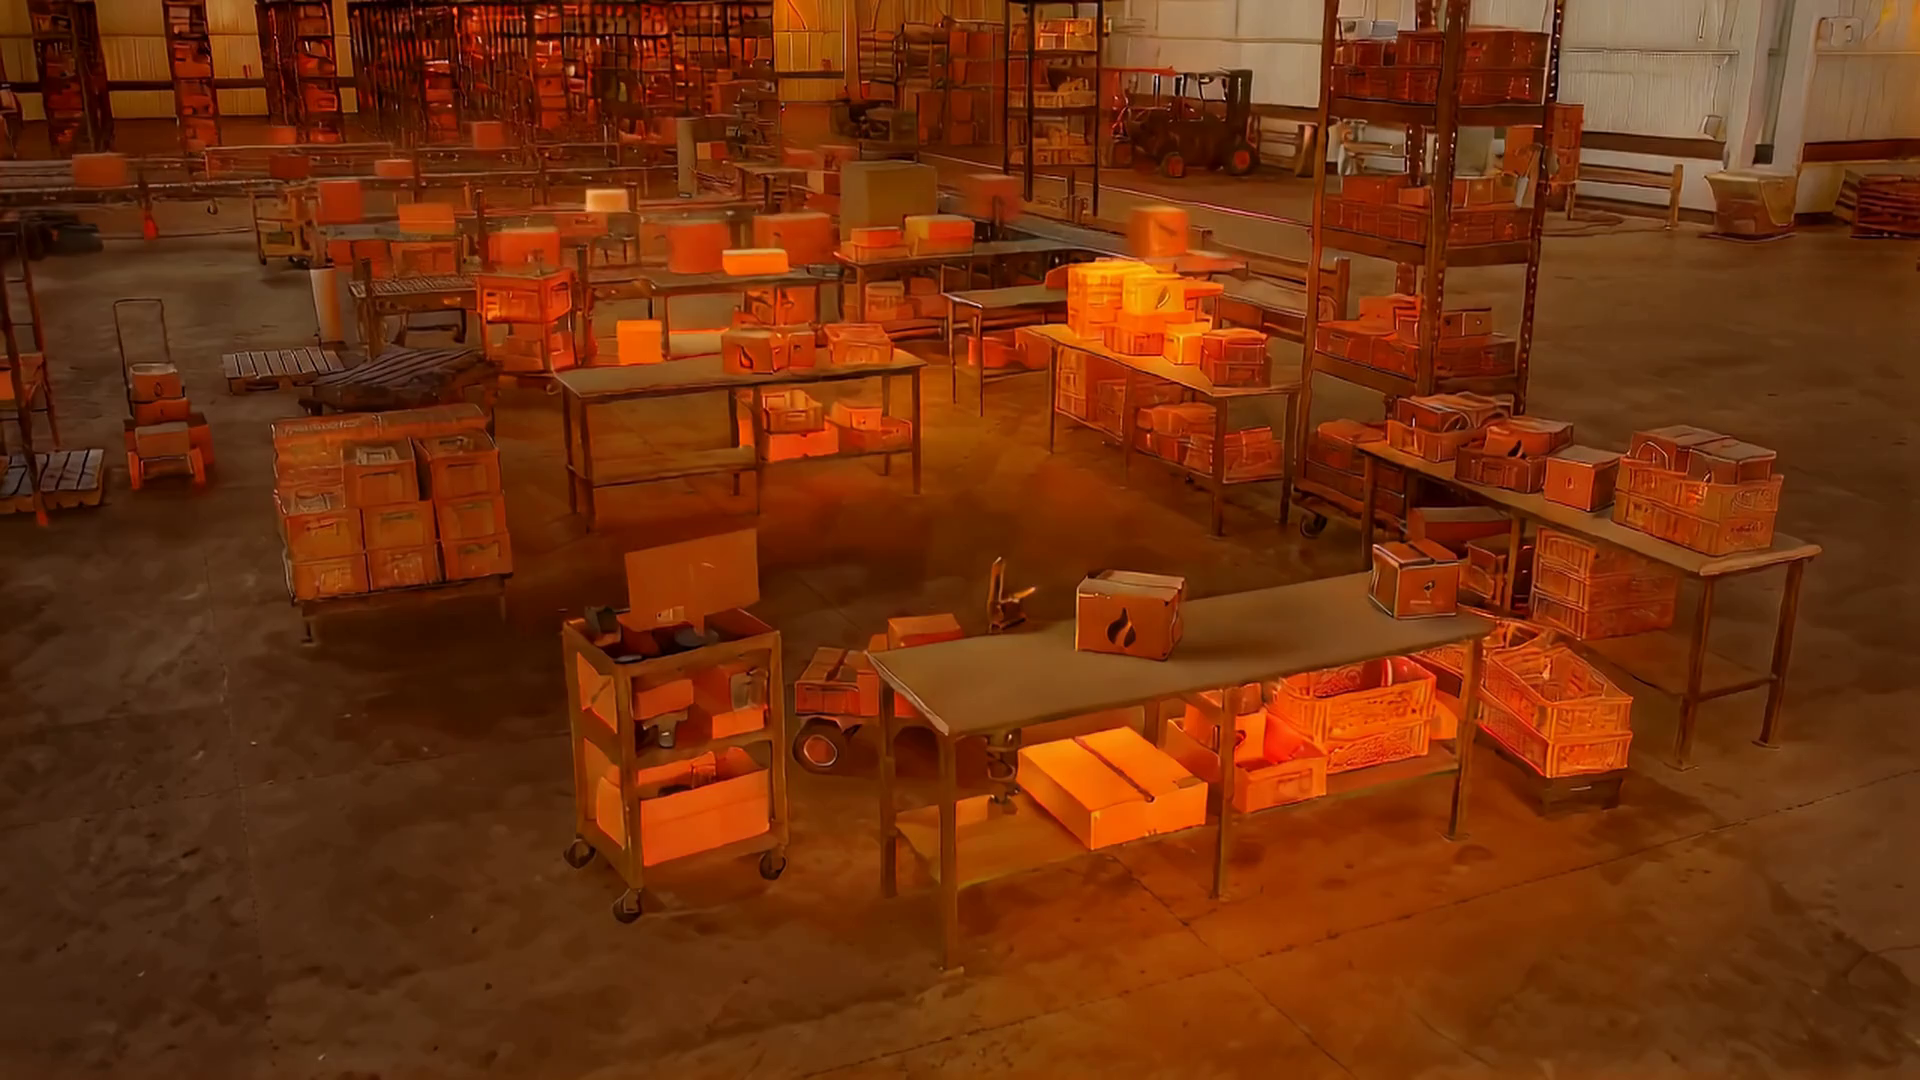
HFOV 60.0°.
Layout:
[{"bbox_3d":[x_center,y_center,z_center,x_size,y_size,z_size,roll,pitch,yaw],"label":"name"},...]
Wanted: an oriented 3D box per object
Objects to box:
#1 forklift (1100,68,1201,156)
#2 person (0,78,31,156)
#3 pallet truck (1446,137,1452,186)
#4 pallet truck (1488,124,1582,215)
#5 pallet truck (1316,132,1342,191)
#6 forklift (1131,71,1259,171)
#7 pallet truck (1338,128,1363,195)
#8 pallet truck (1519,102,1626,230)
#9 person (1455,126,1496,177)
[{"bbox_3d":[4.082,-9.564,37.410,2.680,1.987,1.157,-8,19,-23],"label":"forklift"},{"bbox_3d":[-22.993,-10.251,40.339,0.588,1.827,0.404,-1,18,-3],"label":"person"},{"bbox_3d":[9.184,-6.485,29.328,1.630,1.274,0.653,-8,19,-23],"label":"pallet truck"},{"bbox_3d":[9.707,-6.455,28.103,1.885,1.965,0.823,-7,19,-20],"label":"pallet truck"},{"bbox_3d":[7.723,-7.504,32.656,1.601,1.201,0.680,-8,19,-23],"label":"pallet truck"},{"bbox_3d":[4.998,-8.936,35.413,2.680,1.987,1.157,-9,20,-25],"label":"forklift"},{"bbox_3d":[7.845,-7.140,31.411,1.522,1.261,0.704,-9,20,-25],"label":"pallet truck"},{"bbox_3d":[9.972,-6.037,26.785,1.885,1.965,0.823,-9,20,-25],"label":"pallet truck"},{"bbox_3d":[8.457,-6.159,27.373,0.646,1.876,0.848,-5,18,-15],"label":"person"}]
